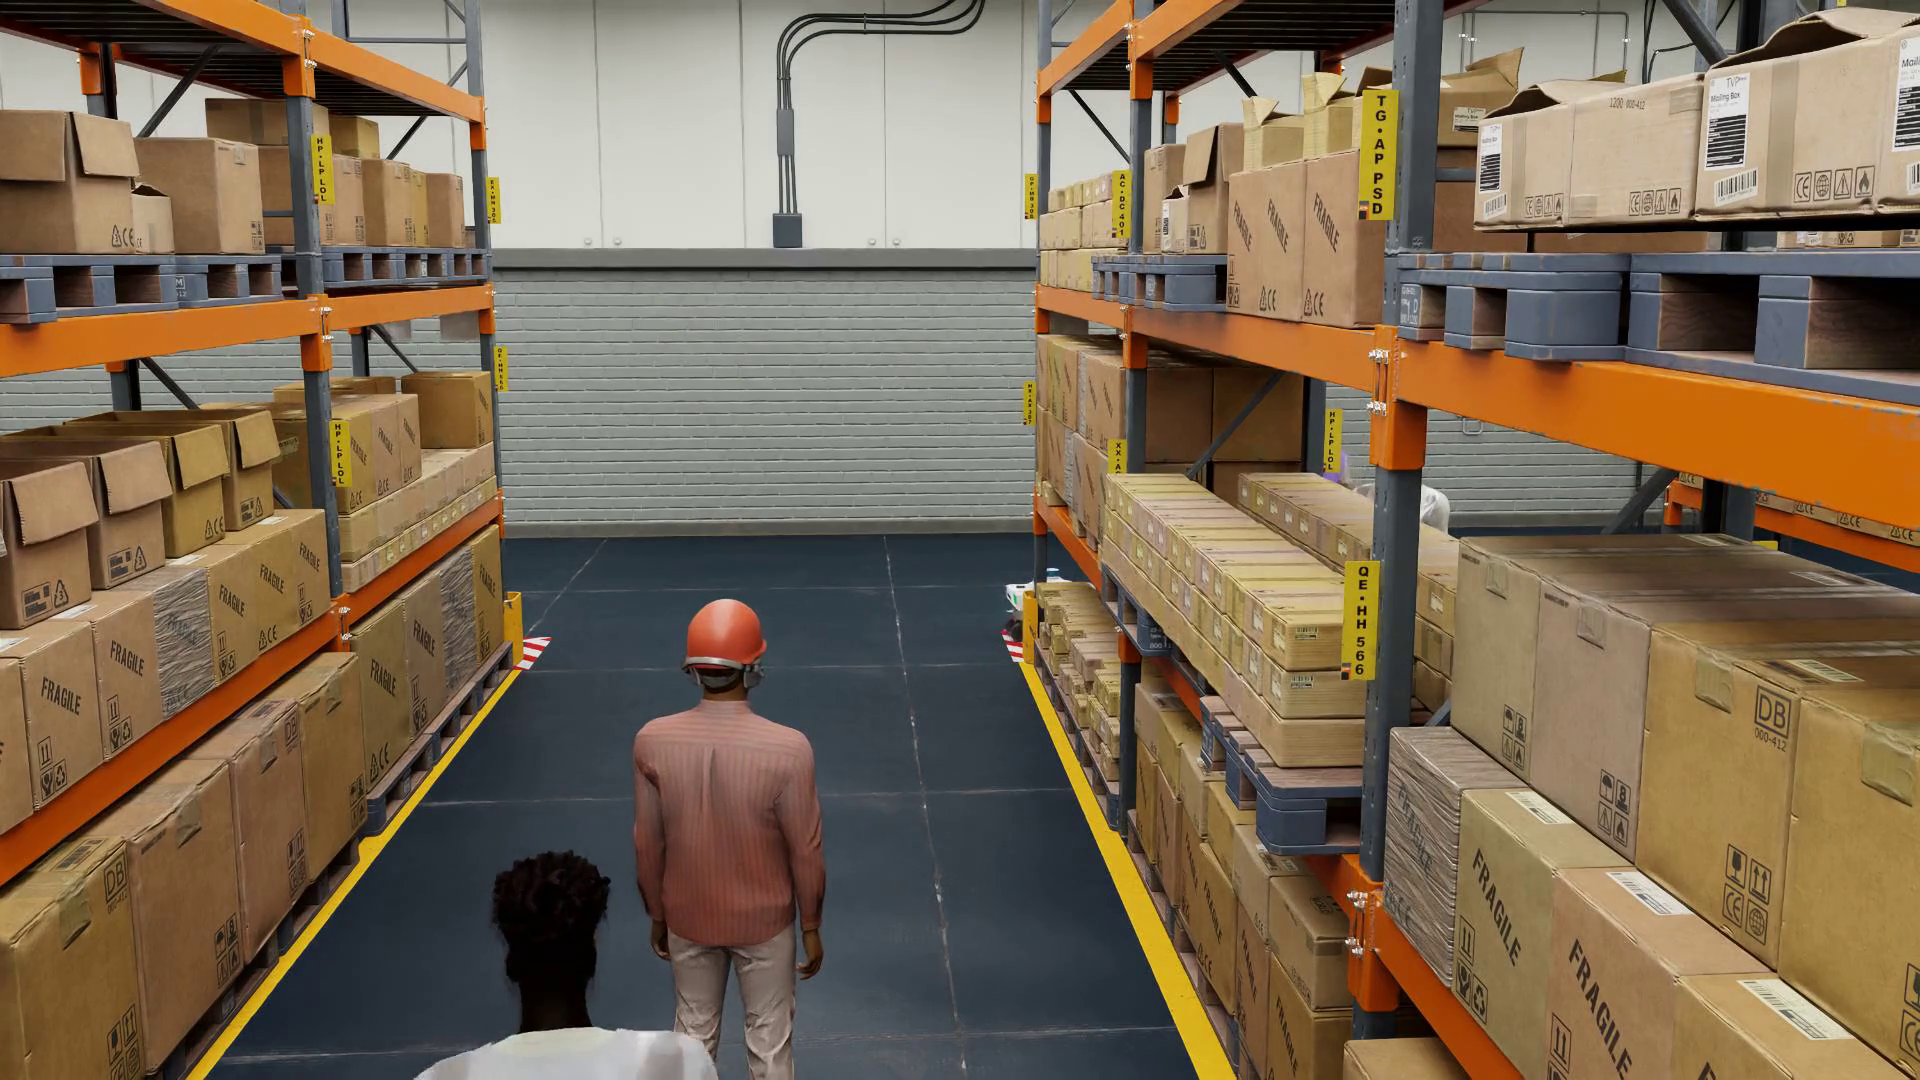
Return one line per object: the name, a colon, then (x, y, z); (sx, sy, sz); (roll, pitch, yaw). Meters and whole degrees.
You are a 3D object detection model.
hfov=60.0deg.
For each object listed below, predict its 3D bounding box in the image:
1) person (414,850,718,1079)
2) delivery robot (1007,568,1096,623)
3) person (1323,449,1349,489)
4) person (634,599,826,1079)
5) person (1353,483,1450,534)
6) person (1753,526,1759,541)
person: (-0.749, 1.542, 3.272); (0.607, 1.912, 1.059); (0, 10, -3)
delivery robot: (0.735, 0.469, 13.272); (0.707, 0.478, 0.477); (-1, 10, -8)
person: (2.845, -0.107, 13.265); (0.621, 1.804, 0.750); (0, 10, 0)
person: (-0.709, 1.167, 5.201); (0.612, 1.997, 0.375); (2, 10, 13)
person: (2.591, 0.334, 9.976); (0.615, 2.038, 0.395); (5, 11, 25)
person: (6.425, -0.346, 13.982); (0.882, 2.000, 0.692); (5, 11, 26)
